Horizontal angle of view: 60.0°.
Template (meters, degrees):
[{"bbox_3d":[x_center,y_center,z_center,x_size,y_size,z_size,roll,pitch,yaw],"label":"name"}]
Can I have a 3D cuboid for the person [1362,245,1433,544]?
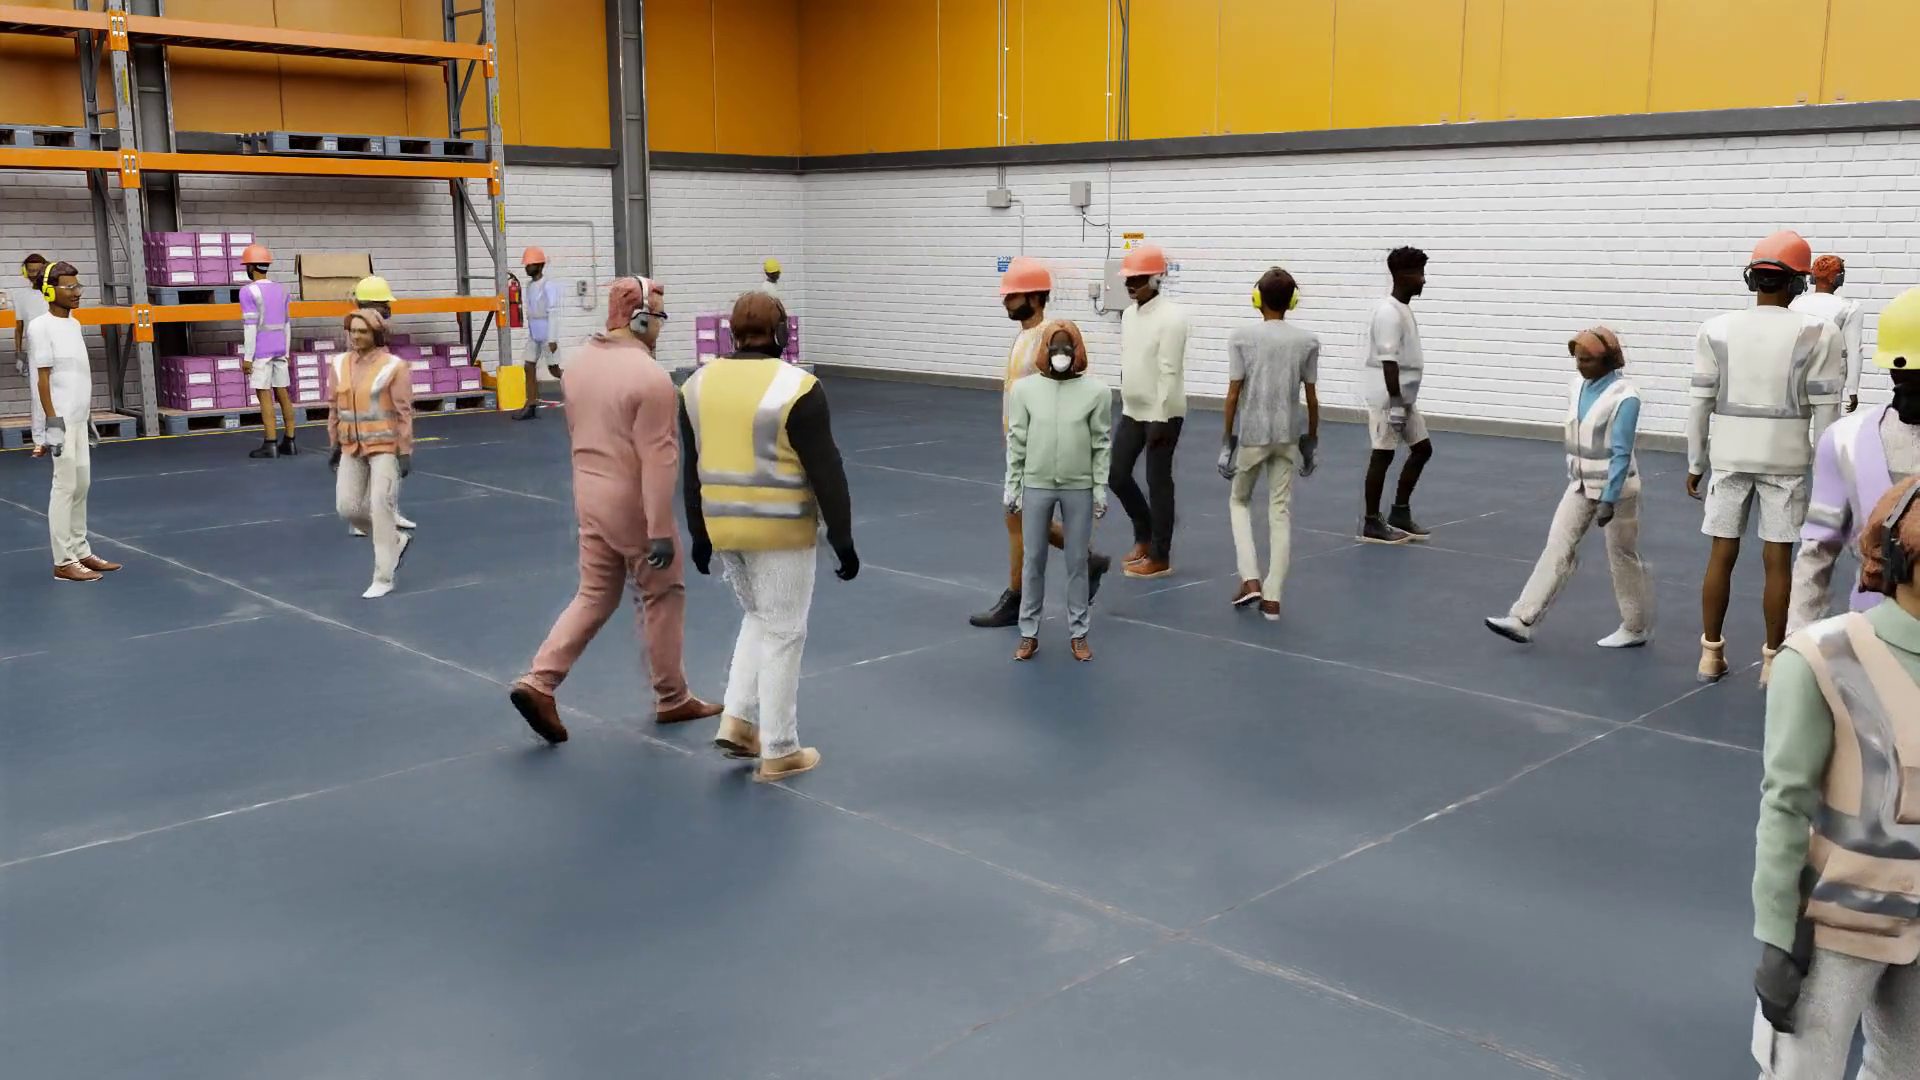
[{"bbox_3d":[2.920,-0.926,10.824,0.582,1.950,0.633,5,12,25],"label":"person"}]

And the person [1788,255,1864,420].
[{"bbox_3d":[6.176,-1.105,11.999,0.581,1.882,0.339,10,14,43],"label":"person"}]

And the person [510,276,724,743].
[{"bbox_3d":[-1.390,-0.115,6.664,0.659,1.874,0.873,10,14,43],"label":"person"}]

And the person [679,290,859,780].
[{"bbox_3d":[-0.715,-0.008,6.200,0.676,1.821,0.449,7,13,35],"label":"person"}]

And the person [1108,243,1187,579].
[{"bbox_3d":[1.086,-0.744,9.776,0.443,1.973,0.607,-6,12,-31],"label":"person"}]

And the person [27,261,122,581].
[{"bbox_3d":[-5.239,-0.697,9.810,0.321,1.871,0.532,-1,10,-5],"label":"person"}]

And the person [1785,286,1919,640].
[{"bbox_3d":[2.484,0.283,4.407,0.873,1.882,0.618,-7,13,-34],"label":"person"}]

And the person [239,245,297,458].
[{"bbox_3d":[-6.346,-1.712,15.163,0.373,1.934,0.551,4,11,20],"label":"person"}]

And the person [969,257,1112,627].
[{"bbox_3d":[0.427,-0.499,8.615,0.730,1.915,0.551,-3,11,-14],"label":"person"}]

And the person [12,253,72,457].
[{"bbox_3d":[-8.360,-1.681,15.221,0.512,1.860,0.318,-3,11,-16],"label":"person"}]

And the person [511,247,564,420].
[{"bbox_3d":[-4.535,-2.282,18.378,0.899,1.910,0.555,-10,14,-44],"label":"person"}]

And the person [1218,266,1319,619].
[{"bbox_3d":[1.639,-0.517,8.857,0.570,1.853,0.496,-1,10,-3],"label":"person"}]

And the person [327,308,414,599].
[{"bbox_3d":[-3.305,-0.503,9.416,0.538,1.623,0.501,4,11,19],"label":"person"}]

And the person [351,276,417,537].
[{"bbox_3d":[-3.869,-0.884,11.163,0.547,1.747,0.545,-3,11,-16],"label":"person"}]

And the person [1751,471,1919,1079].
[{"bbox_3d":[1.609,0.689,2.893,0.526,1.638,0.316,-2,11,-9],"label":"person"}]

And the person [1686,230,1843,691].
[{"bbox_3d":[3.590,-0.352,7.458,0.615,2.041,0.391,8,13,37],"label":"person"}]

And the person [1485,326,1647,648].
[{"bbox_3d":[3.000,-0.234,8.036,0.885,1.582,0.570,-3,11,-16],"label":"person"}]

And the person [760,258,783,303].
[{"bbox_3d":[-2.484,-2.883,22.119,0.424,1.720,0.587,4,11,21],"label":"person"}]

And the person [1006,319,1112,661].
[{"bbox_3d":[0.468,-0.233,7.926,0.499,1.633,0.289,1,10,4],"label":"person"}]
